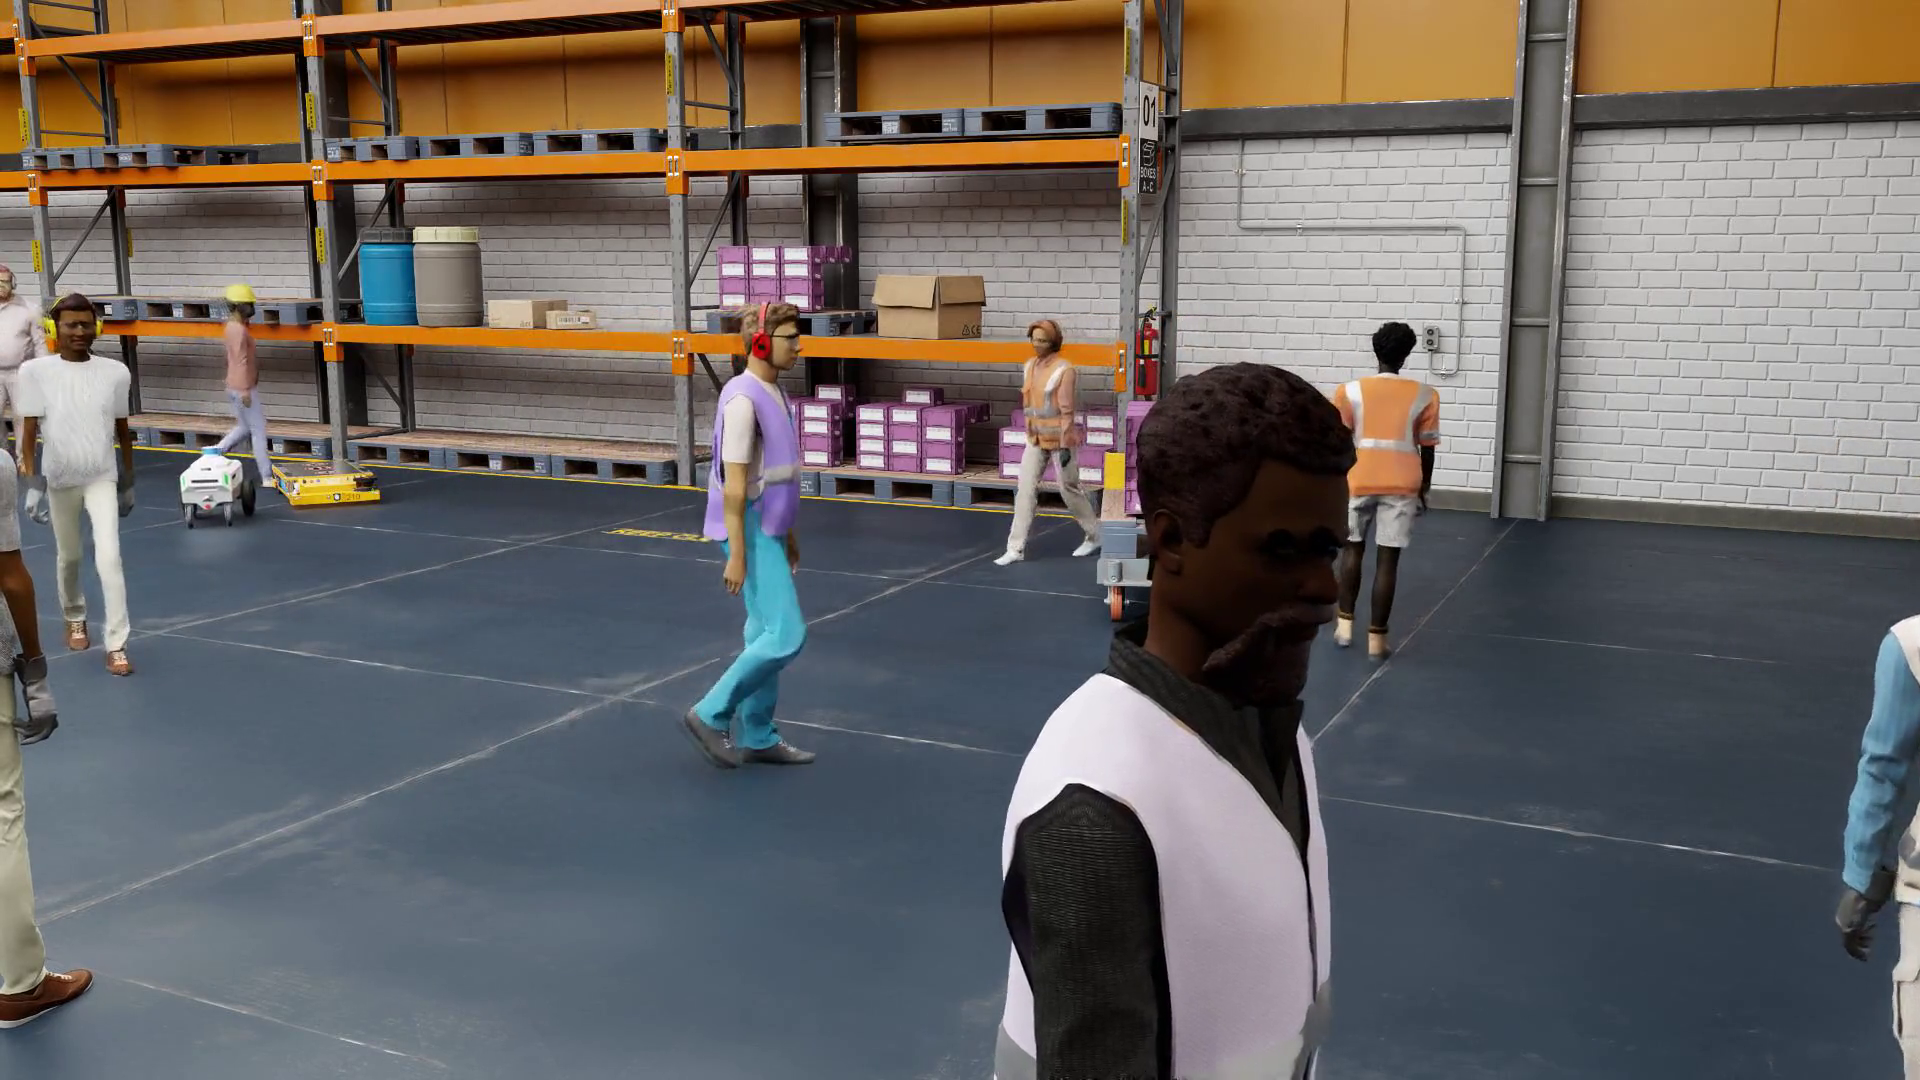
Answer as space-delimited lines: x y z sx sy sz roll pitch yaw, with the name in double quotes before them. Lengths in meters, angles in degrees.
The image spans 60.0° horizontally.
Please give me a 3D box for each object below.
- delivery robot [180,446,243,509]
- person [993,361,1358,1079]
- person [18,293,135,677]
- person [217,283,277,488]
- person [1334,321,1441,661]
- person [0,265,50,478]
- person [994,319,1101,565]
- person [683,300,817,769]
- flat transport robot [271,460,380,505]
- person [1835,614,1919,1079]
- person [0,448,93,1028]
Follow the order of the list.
"delivery robot" -5.573 -0.455 12.399 0.477 0.478 0.707 -3 10 -15
"person" 0.212 0.769 1.779 0.393 1.913 0.590 4 11 22
"person" -4.302 -0.290 8.144 0.508 1.830 0.990 -6 11 -30
"person" -6.062 -1.287 14.026 0.706 1.749 0.540 -5 11 -26
"person" 2.117 -0.251 8.328 0.545 1.664 0.575 3 10 16
"person" -8.402 -1.475 14.680 0.669 1.889 0.443 -5 11 -28
"person" 0.622 -0.641 10.783 0.828 1.592 0.531 -8 12 -37
"person" -0.770 -0.002 6.416 0.432 1.833 0.560 0 10 2
"flat transport robot" -5.235 -0.488 13.670 0.652 0.197 1.431 -5 11 -28
"person" 1.898 0.709 2.957 0.545 1.617 0.657 2 10 13
"person" -2.606 0.350 4.310 0.524 1.866 0.325 0 10 0
